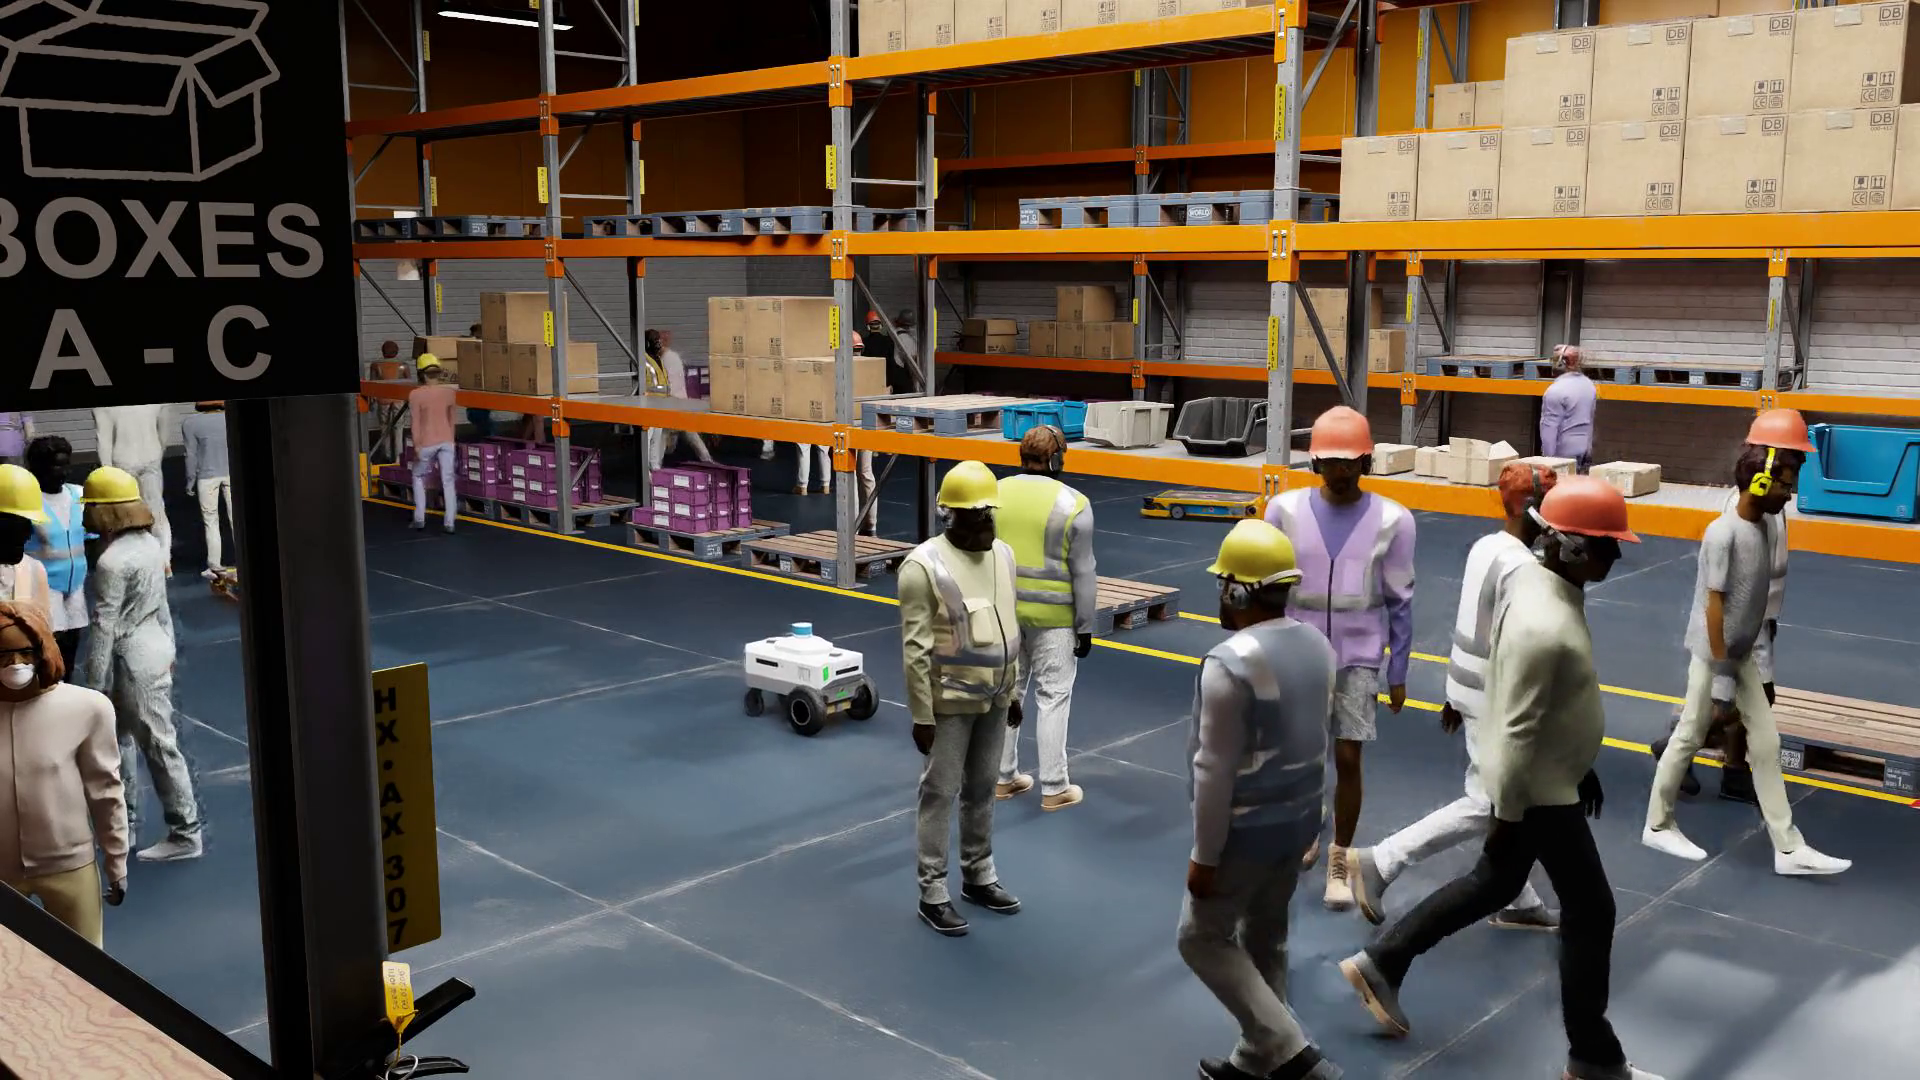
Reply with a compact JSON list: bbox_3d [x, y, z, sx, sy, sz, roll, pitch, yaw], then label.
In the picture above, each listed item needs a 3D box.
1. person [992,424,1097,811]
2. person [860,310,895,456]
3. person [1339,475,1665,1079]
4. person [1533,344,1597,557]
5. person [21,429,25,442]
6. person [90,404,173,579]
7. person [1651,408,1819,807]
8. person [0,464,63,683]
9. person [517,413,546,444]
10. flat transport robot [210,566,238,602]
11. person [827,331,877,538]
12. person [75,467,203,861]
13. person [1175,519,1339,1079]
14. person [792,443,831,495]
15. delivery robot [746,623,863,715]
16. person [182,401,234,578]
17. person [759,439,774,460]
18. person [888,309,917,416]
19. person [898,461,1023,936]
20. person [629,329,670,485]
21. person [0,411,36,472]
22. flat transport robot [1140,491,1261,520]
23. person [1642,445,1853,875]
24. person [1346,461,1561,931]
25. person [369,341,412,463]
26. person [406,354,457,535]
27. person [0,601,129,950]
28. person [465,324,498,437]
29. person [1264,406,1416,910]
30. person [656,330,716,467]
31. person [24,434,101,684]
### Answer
[{"bbox_3d":[0.375,0.366,7.922,0.619,1.836,0.431,6,11,31],"label":"person"},{"bbox_3d":[-1.160,-2.139,22.774,0.612,1.991,0.392,-8,12,-41],"label":"person"},{"bbox_3d":[1.736,0.747,5.258,0.976,1.951,0.614,3,10,19],"label":"person"},{"bbox_3d":[5.324,-0.775,14.695,0.660,1.898,0.450,-7,12,-37],"label":"person"},{"bbox_3d":[-10.725,-1.414,18.573,0.554,1.919,0.804,-9,13,-43],"label":"person"},{"bbox_3d":[-6.875,-0.622,13.820,0.995,1.888,0.645,9,13,42],"label":"person"},{"bbox_3d":[3.701,0.331,7.863,0.539,1.924,0.555,6,11,33],"label":"person"},{"bbox_3d":[-3.523,0.663,5.981,0.817,1.860,0.606,2,9,12],"label":"person"},{"bbox_3d":[-5.716,-1.980,22.268,0.815,1.857,0.667,2,9,11],"label":"person"},{"bbox_3d":[-5.179,0.365,12.687,0.652,0.197,1.431,-7,12,-39],"label":"flat transport robot"},{"bbox_3d":[-1.011,-0.961,15.546,0.397,1.992,0.623,7,12,38],"label":"person"},{"bbox_3d":[-3.626,0.548,7.117,0.703,1.715,0.506,-1,9,-8],"label":"person"},{"bbox_3d":[0.906,0.848,4.968,0.476,1.822,0.611,9,13,44],"label":"person"},{"bbox_3d":[-1.696,-1.427,18.869,0.633,1.843,0.429,-5,10,-27],"label":"person"},{"bbox_3d":[-0.885,0.712,9.403,0.707,0.478,0.477,8,12,41],"label":"delivery robot"},{"bbox_3d":[-6.171,-0.497,13.806,0.501,1.631,0.285,-8,12,-41],"label":"person"},{"bbox_3d":[-2.686,-2.023,22.516,0.349,1.862,0.730,0,9,-1],"label":"person"},{"bbox_3d":[-0.823,-2.448,24.522,0.534,2.000,0.807,-4,10,-25],"label":"person"},{"bbox_3d":[0.031,0.599,6.480,0.404,1.828,0.607,9,13,42],"label":"person"},{"bbox_3d":[-3.673,-1.587,19.851,0.430,1.845,0.620,3,10,16],"label":"person"},{"bbox_3d":[-8.492,-0.787,14.692,0.592,1.923,0.381,-5,10,-26],"label":"person"},{"bbox_3d":[2.632,-0.355,17.102,1.431,0.197,0.652,4,10,22],"label":"flat transport robot"},{"bbox_3d":[3.328,0.520,6.987,0.558,1.818,0.924,-8,12,-40],"label":"person"},{"bbox_3d":[1.934,0.618,6.315,0.844,1.855,0.586,0,9,3],"label":"person"},{"bbox_3d":[-7.503,-1.821,21.978,0.547,1.607,0.762,-2,10,-14],"label":"person"},{"bbox_3d":[-5.134,-0.927,16.113,0.525,1.741,0.735,-9,13,-43],"label":"person"},{"bbox_3d":[-2.682,0.972,4.825,0.499,1.628,0.278,-4,10,-24],"label":"person"},{"bbox_3d":[-6.581,-2.069,22.890,0.655,1.810,0.509,6,11,31],"label":"person"},{"bbox_3d":[1.506,0.466,6.709,0.608,2.023,0.468,3,10,17],"label":"person"},{"bbox_3d":[-3.432,-1.630,20.175,1.010,1.840,0.643,1,9,7],"label":"person"},{"bbox_3d":[-4.951,0.252,9.090,0.388,1.674,0.543,4,10,21],"label":"person"}]
